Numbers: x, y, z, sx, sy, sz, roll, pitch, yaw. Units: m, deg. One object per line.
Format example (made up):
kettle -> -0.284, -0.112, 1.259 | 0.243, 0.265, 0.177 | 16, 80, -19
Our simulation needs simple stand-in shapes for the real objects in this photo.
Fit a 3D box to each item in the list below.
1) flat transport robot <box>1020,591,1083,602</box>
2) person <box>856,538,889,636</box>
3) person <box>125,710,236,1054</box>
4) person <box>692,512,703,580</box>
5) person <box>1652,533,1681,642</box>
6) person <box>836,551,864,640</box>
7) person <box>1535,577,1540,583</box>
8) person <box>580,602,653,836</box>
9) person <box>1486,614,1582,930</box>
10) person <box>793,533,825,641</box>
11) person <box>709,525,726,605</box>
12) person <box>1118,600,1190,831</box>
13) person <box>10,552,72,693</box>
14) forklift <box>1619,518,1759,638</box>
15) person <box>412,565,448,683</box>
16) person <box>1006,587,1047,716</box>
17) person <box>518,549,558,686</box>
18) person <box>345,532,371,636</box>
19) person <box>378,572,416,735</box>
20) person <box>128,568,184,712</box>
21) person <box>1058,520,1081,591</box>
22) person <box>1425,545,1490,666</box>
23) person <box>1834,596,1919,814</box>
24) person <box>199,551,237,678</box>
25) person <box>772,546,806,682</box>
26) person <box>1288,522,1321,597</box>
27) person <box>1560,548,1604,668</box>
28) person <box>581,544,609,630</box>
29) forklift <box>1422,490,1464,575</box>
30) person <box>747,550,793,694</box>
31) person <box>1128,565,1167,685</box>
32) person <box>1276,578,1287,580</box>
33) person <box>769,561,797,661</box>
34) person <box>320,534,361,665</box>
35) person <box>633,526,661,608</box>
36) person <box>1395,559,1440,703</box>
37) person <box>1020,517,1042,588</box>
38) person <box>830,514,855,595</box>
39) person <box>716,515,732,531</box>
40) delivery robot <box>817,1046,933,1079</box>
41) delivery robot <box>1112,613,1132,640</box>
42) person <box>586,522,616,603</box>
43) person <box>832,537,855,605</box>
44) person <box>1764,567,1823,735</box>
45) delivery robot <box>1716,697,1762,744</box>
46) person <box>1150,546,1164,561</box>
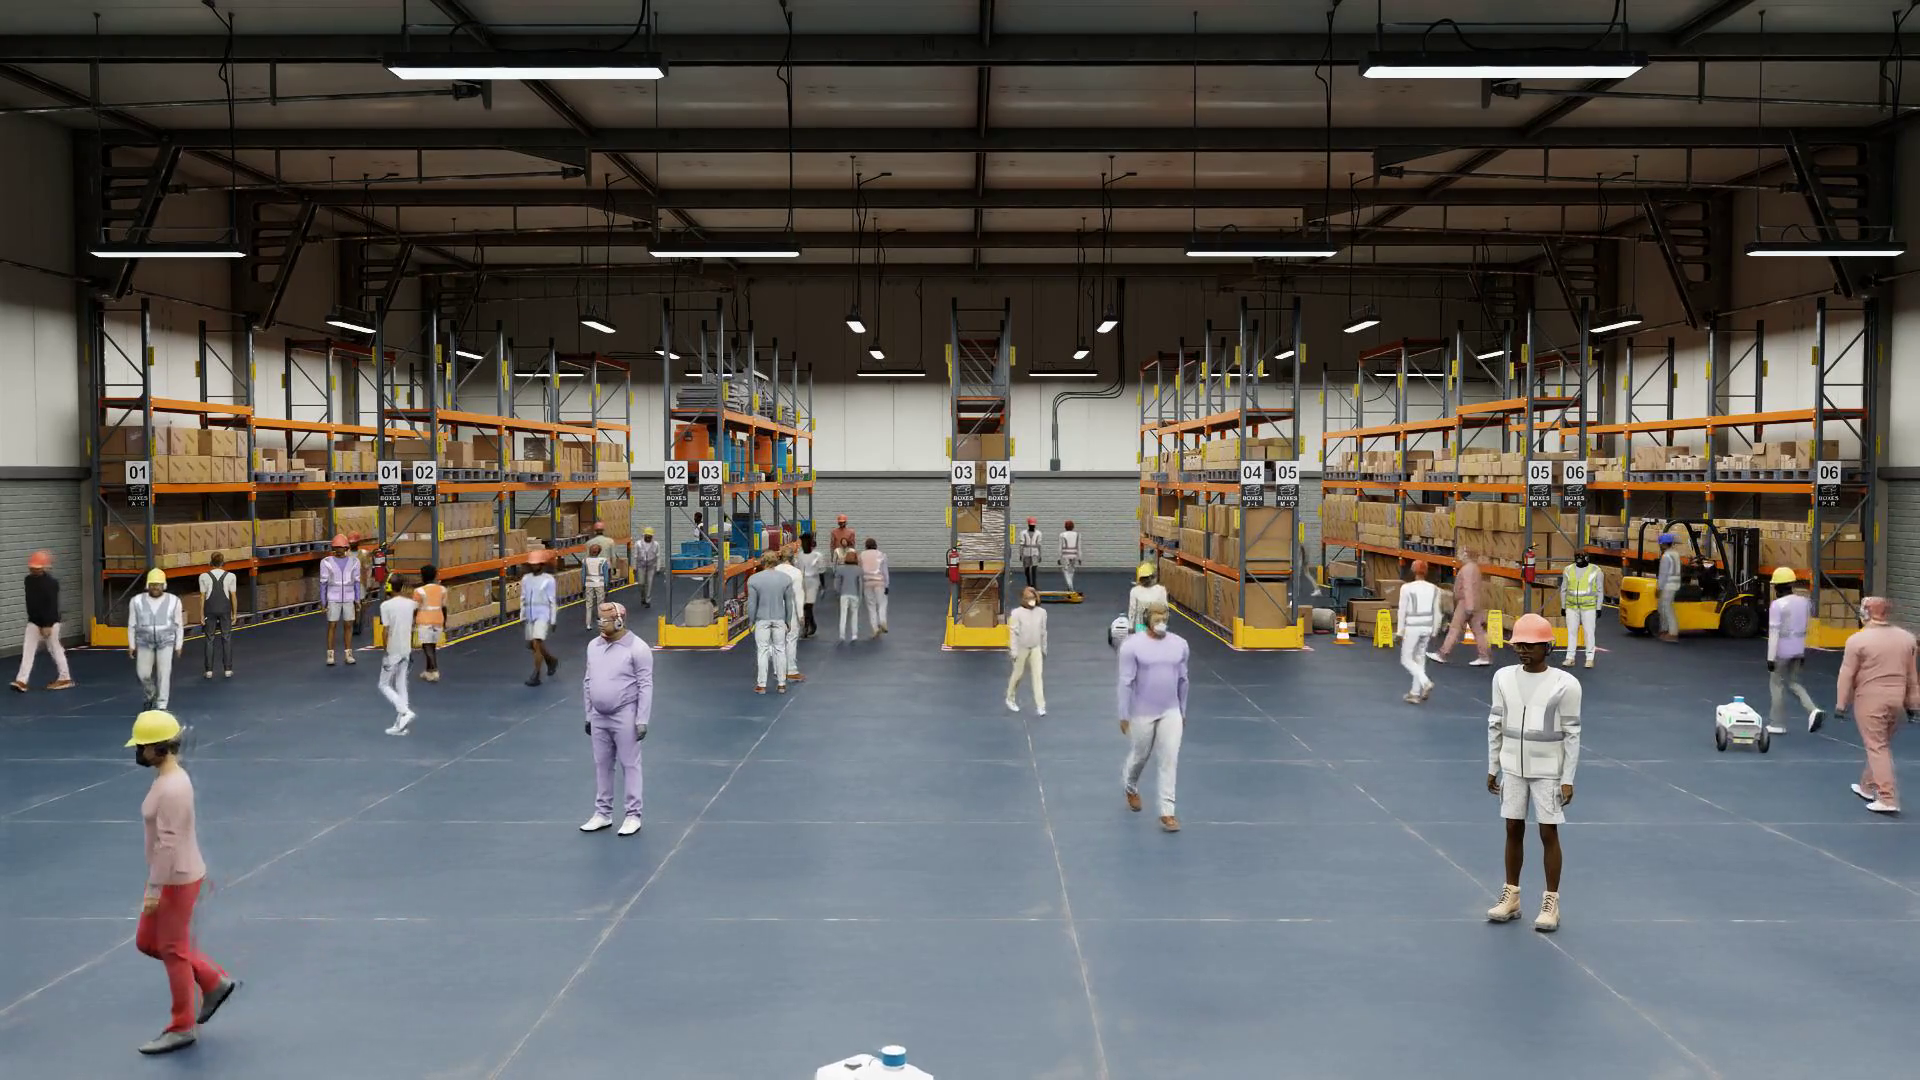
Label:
flat transport robot -> 2.145, 1.315, 37.759 | 1.431, 0.197, 0.652 | 0, 2, 8
person -> -1.610, 0.863, 29.659 | 0.655, 1.802, 0.523 | 0, 2, 6
person -> -4.036, 1.739, 8.301 | 0.442, 1.750, 0.525 | -1, 3, -33
person -> -7.351, 0.170, 45.619 | 0.378, 1.917, 0.598 | -1, 2, -23
person -> 12.482, 0.836, 28.652 | 0.657, 1.925, 0.635 | 2, 3, 40
person -> -1.966, 0.994, 28.728 | 0.501, 1.610, 0.666 | 0, 2, 2
person -> 12.917, 0.624, 36.504 | 0.320, 1.737, 0.483 | -1, 3, -26
person -> -2.845, 1.462, 13.295 | 0.643, 1.905, 0.400 | 1, 3, 27
person -> 3.739, 1.501, 10.572 | 0.608, 2.044, 0.371 | 2, 3, 43
person -> -2.735, 0.822, 29.158 | 0.622, 1.930, 0.955 | 1, 2, 19
person -> -5.548, 0.575, 36.759 | 0.603, 1.814, 0.625 | -1, 2, -19
person -> 1.627, 1.446, 13.695 | 0.641, 1.911, 0.903 | -1, 2, -12
person -> -12.506, 1.112, 21.923 | 0.672, 1.914, 1.008 | 1, 2, 17
forklift -> 13.417, 0.684, 29.791 | 2.313, 2.155, 1.214 | 0, 2, 0
person -> -7.563, 1.190, 23.014 | 0.713, 1.674, 0.542 | 2, 3, 40
person -> 0.831, 1.357, 19.908 | 0.543, 1.583, 0.864 | -1, 2, -21
person -> -5.931, 1.076, 22.871 | 0.552, 1.913, 0.750 | 1, 3, 25
person -> -11.112, 0.812, 29.565 | 0.569, 1.900, 0.913 | -1, 2, -13
person -> -6.341, 1.291, 18.270 | 0.464, 1.849, 0.520 | 1, 3, 28
person -> -9.742, 1.250, 19.569 | 0.615, 1.822, 0.414 | -1, 2, -24
person -> 2.712, 0.425, 39.896 | 0.594, 1.863, 0.782 | -1, 2, -19
person -> 7.731, 1.015, 24.967 | 0.981, 1.859, 0.675 | 1, 3, 30
person -> 8.044, 1.435, 14.317 | 0.664, 1.867, 0.897 | 0, 2, -9
person -> -10.841, 1.085, 23.608 | 0.500, 1.839, 0.331 | -1, 3, -28
person -> -2.483, 1.054, 23.147 | 0.631, 1.936, 0.362 | 2, 3, 37
person -> 8.420, 0.477, 39.362 | 0.813, 1.818, 0.520 | 2, 3, 36
person -> 9.537, 1.036, 24.793 | 0.634, 1.841, 0.429 | 2, 3, 37
person -> -6.951, 0.898, 30.763 | 0.523, 1.638, 0.310 | 0, 2, 3
forklift -> 13.926, -0.371, 47.846 | 1.873, 2.768, 1.129 | 0, 2, 0
person -> -2.572, 1.105, 21.852 | 0.629, 1.940, 0.372 | -1, 2, -19
person -> 2.654, 1.188, 22.826 | 0.552, 1.692, 0.814 | 0, 2, 6
person -> 9.142, 0.159, 45.660 | 0.360, 1.939, 0.543 | 1, 3, 32
person -> -2.785, 1.122, 25.329 | 0.498, 1.618, 0.524 | -1, 3, -30
person -> -9.641, 0.922, 25.165 | 0.611, 2.040, 0.393 | -1, 3, -31
person -> -6.966, 0.603, 35.948 | 0.624, 1.816, 0.454 | -1, 2, -12
person -> 5.912, 1.178, 20.764 | 0.598, 1.873, 0.645 | -1, 2, -20
person -> 1.806, 0.358, 41.152 | 0.558, 1.911, 0.737 | 0, 2, 3
person -> -2.895, 0.361, 39.855 | 0.612, 1.995, 0.393 | 0, 2, 2
person -> -6.858, 0.143, 46.919 | 0.533, 1.868, 0.310 | 0, 2, -5
delivery robot -> -0.278, 2.359, 6.725 | 0.477, 0.478, 0.707 | -3, 4, -45
delivery robot -> 2.810, 1.517, 27.991 | 0.477, 0.478, 0.707 | 0, 2, 8
person -> -7.675, 0.589, 34.483 | 0.629, 1.966, 0.722 | 0, 2, -2
person -> -2.544, 0.720, 35.631 | 0.512, 1.609, 0.755 | 0, 2, 6
person -> 9.367, 1.258, 18.229 | 0.609, 1.910, 0.636 | -1, 3, -25
delivery robot -> 8.404, 1.935, 17.427 | 0.477, 0.478, 0.707 | 1, 3, 15
person -> 5.541, 0.203, 44.774 | 0.712, 1.906, 0.600 | 1, 2, 18
